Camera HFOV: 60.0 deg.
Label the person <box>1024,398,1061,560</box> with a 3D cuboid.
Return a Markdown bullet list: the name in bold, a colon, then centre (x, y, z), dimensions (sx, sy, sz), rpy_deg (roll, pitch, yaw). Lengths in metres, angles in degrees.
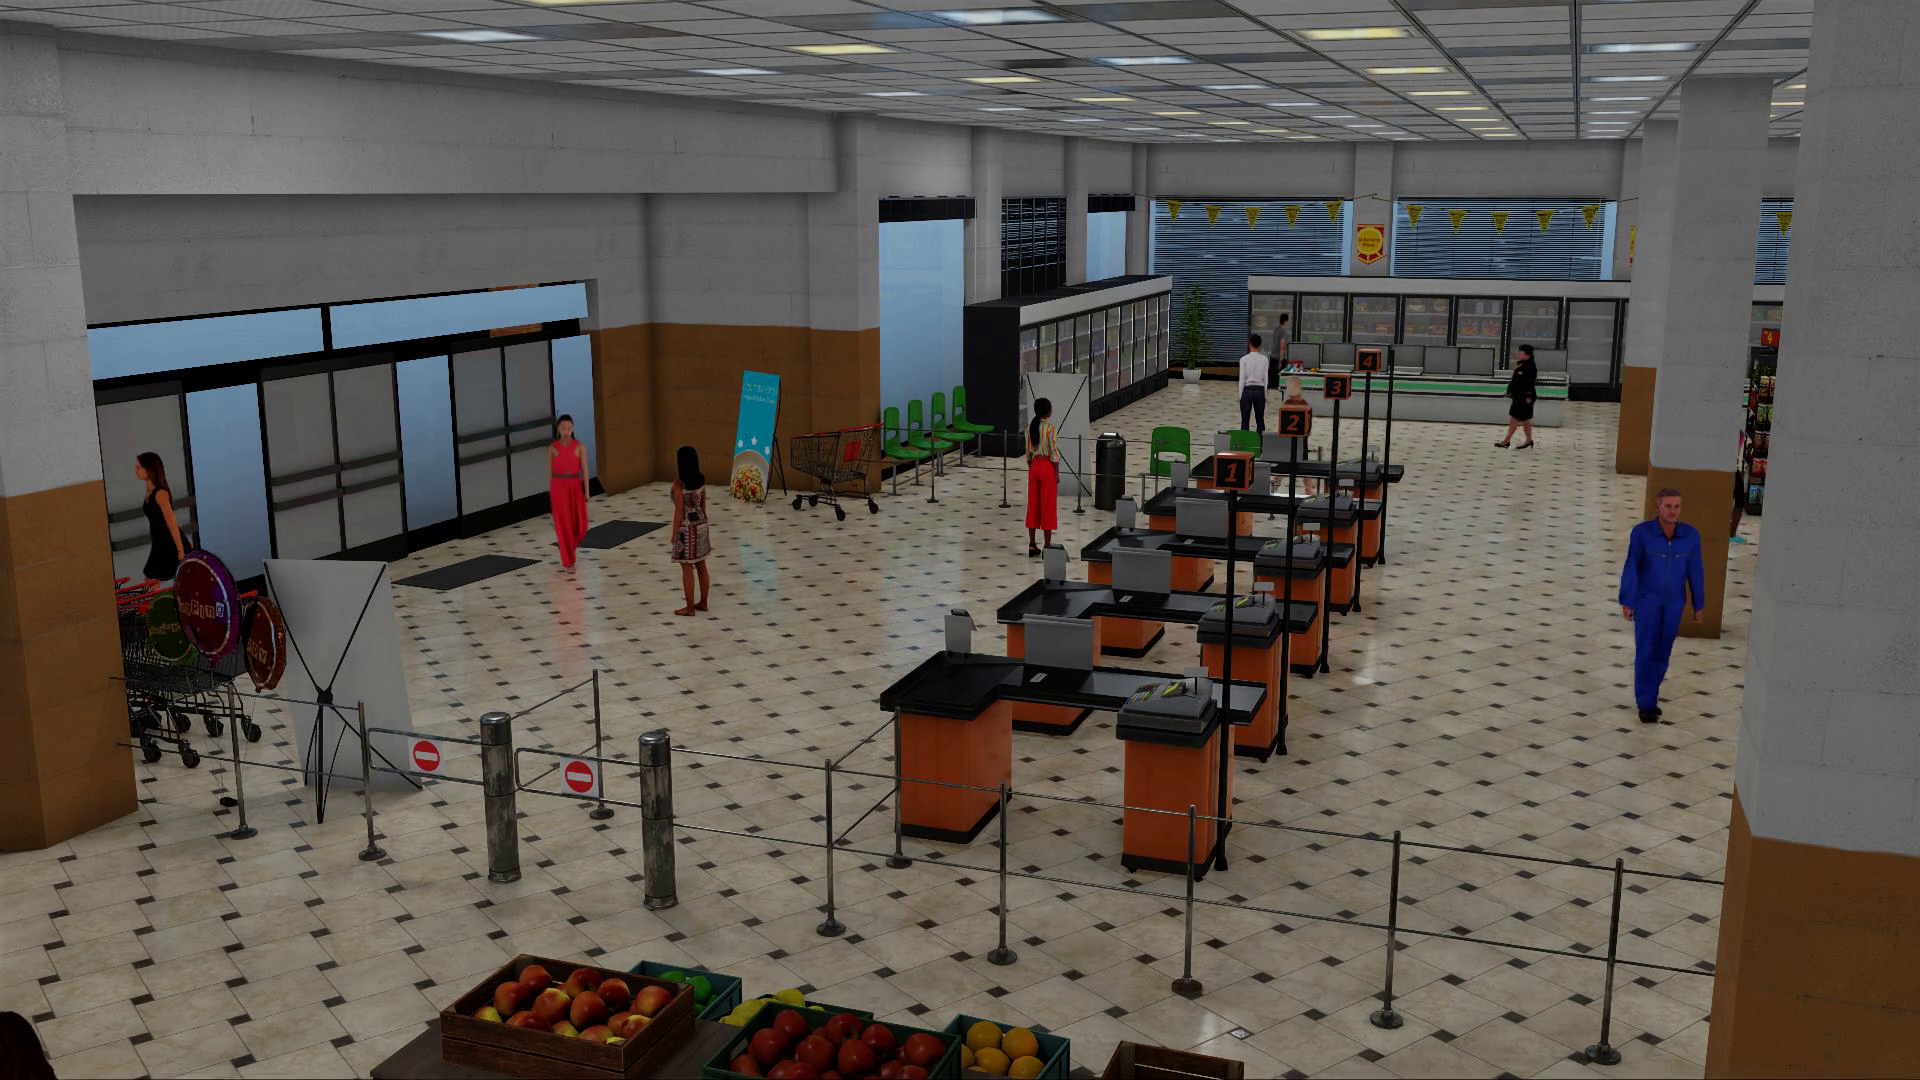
- **person**: centre (0.916, -0.691, 18.475), dimensions (0.566, 1.793, 0.712), rpy_deg (9, 15, 37)

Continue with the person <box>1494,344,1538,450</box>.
- **person**: centre (8.912, -2.228, 26.109), dimensions (0.978, 1.654, 0.850), rpy_deg (1, 12, 3)

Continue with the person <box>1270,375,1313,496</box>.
- **person**: centre (4.297, -1.181, 21.049), dimensions (1.006, 1.691, 1.165), rpy_deg (-9, 15, -35)

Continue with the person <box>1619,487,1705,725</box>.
- **person**: centre (5.390, 0.473, 12.901), dimensions (0.918, 1.812, 0.968), rpy_deg (0, 12, 1)

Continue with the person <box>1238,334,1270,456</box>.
- **person**: centre (4.535, -2.256, 25.716), dimensions (0.659, 1.872, 0.767), rpy_deg (-1, 12, -4)

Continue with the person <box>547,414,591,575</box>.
- **person**: centre (-4.216, -0.494, 17.782), dimensions (0.984, 1.693, 0.984), rpy_deg (-4, 12, -16)

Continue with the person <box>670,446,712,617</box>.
- **person**: centre (-2.594, -0.096, 16.011), dimensions (0.606, 1.645, 0.695), rpy_deg (8, 14, 32)
